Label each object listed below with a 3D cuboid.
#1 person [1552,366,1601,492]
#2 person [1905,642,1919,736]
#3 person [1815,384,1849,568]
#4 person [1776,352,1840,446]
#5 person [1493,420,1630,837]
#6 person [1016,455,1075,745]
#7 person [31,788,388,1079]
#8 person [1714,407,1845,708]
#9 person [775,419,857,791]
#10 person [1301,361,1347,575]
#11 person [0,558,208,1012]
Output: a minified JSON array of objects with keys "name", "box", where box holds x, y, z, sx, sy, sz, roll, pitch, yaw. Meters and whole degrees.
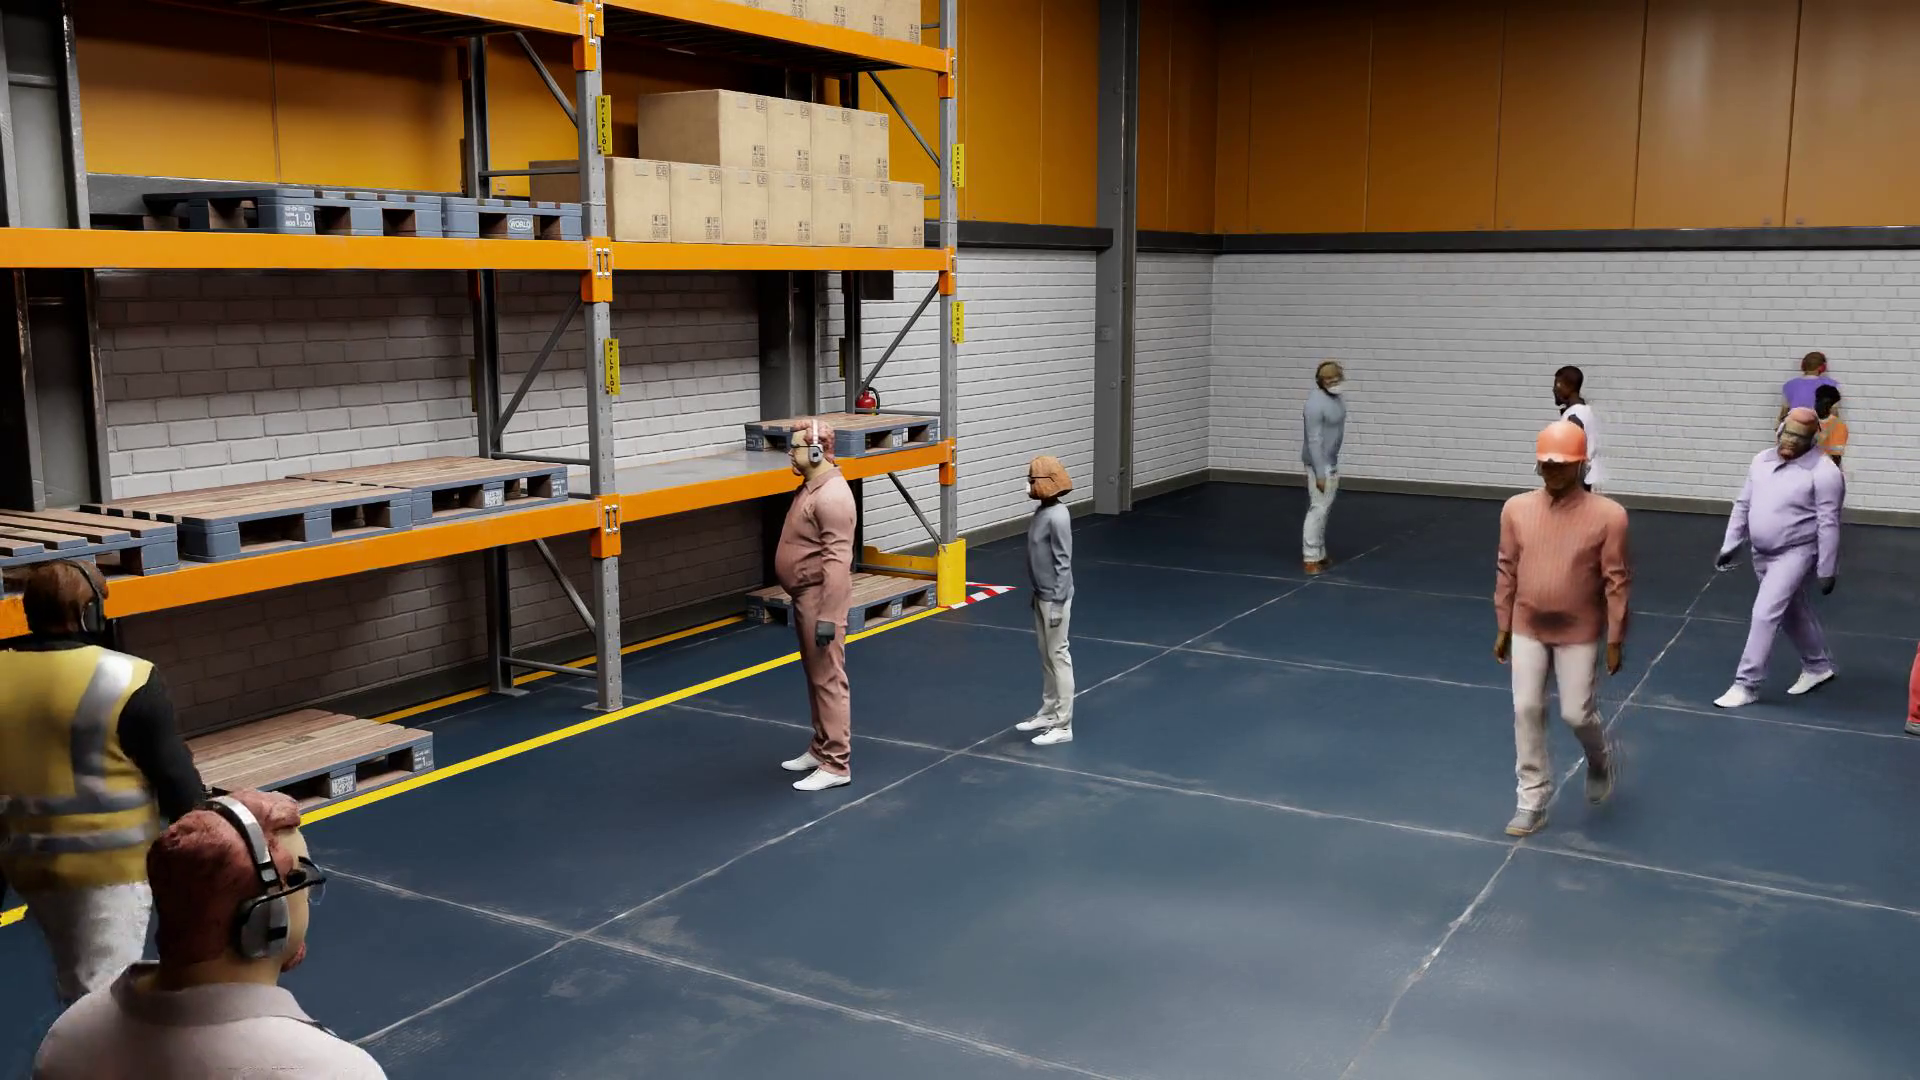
[{"name":"person","box":[4.932,-0.467,13.593,0.636,1.898,0.610,4,10,26]},{"name":"person","box":[5.682,0.263,9.465,0.532,1.758,0.346,-7,12,-38]},{"name":"person","box":[7.762,-0.587,15.043,0.386,1.662,0.675,-1,9,-6]},{"name":"person","box":[8.918,-1.062,17.517,0.472,1.823,0.630,-9,13,-44]},{"name":"person","box":[2.868,0.403,7.906,0.623,1.975,0.664,8,12,40]},{"name":"person","box":[0.496,0.335,9.397,0.286,1.634,0.500,-2,9,-11]},{"name":"person","box":[-0.996,1.298,2.617,0.656,1.880,0.791,6,11,32]},{"name":"person","box":[5.098,0.097,10.210,0.958,1.854,0.661,-2,9,-13]},{"name":"person","box":[-0.749,0.328,8.588,0.408,1.906,0.653,-2,9,-13]},{"name":"person","box":[3.238,-0.642,14.727,0.377,1.899,0.790,6,11,31]},{"name":"person","box":[-2.566,0.950,5.021,0.649,1.813,0.808,2,9,9]}]
